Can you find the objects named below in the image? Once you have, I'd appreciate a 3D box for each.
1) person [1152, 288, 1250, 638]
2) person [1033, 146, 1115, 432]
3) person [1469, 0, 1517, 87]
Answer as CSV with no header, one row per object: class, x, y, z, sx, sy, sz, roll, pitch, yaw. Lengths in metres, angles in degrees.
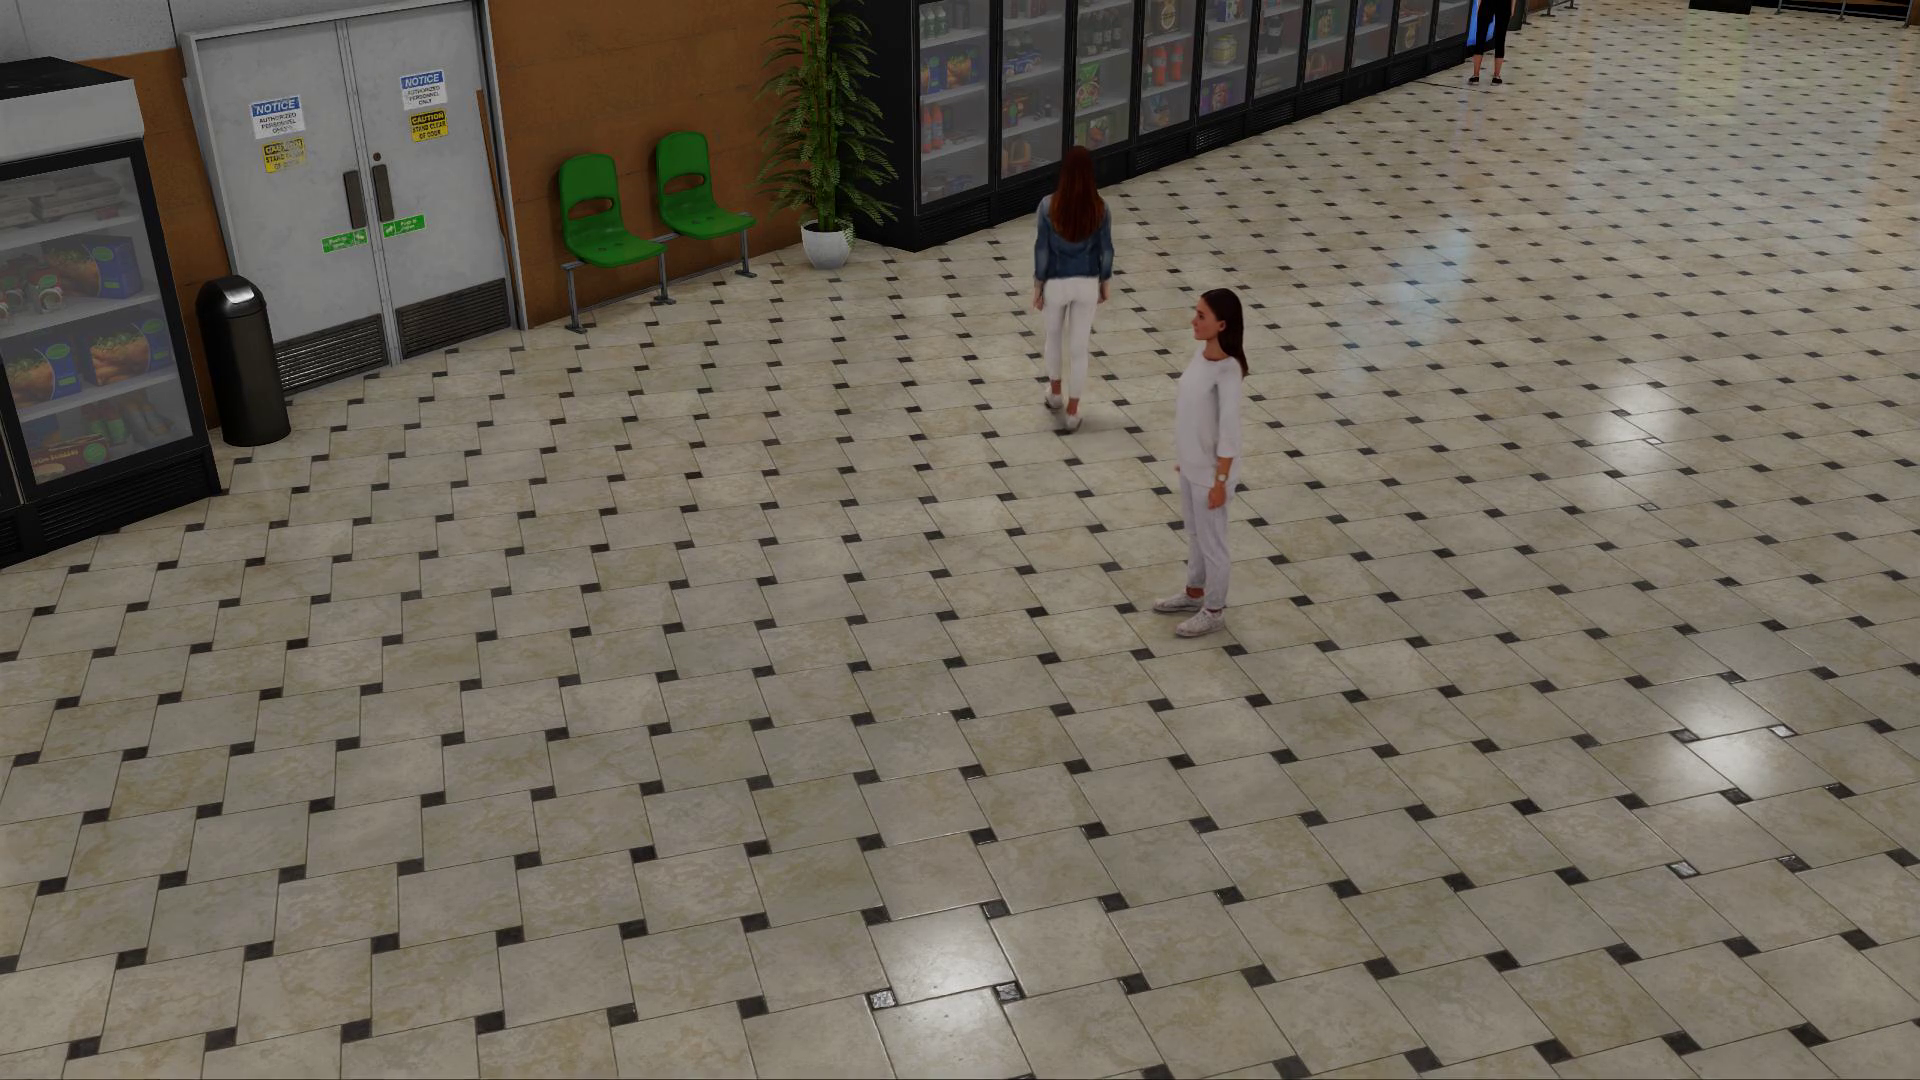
person,1.154,-0.358,7.702,0.749,1.688,0.664,-6,28,-12
person,0.658,-1.449,9.859,0.858,1.683,0.906,2,27,3
person,6.085,-6.066,18.917,0.573,1.726,0.694,7,28,14
